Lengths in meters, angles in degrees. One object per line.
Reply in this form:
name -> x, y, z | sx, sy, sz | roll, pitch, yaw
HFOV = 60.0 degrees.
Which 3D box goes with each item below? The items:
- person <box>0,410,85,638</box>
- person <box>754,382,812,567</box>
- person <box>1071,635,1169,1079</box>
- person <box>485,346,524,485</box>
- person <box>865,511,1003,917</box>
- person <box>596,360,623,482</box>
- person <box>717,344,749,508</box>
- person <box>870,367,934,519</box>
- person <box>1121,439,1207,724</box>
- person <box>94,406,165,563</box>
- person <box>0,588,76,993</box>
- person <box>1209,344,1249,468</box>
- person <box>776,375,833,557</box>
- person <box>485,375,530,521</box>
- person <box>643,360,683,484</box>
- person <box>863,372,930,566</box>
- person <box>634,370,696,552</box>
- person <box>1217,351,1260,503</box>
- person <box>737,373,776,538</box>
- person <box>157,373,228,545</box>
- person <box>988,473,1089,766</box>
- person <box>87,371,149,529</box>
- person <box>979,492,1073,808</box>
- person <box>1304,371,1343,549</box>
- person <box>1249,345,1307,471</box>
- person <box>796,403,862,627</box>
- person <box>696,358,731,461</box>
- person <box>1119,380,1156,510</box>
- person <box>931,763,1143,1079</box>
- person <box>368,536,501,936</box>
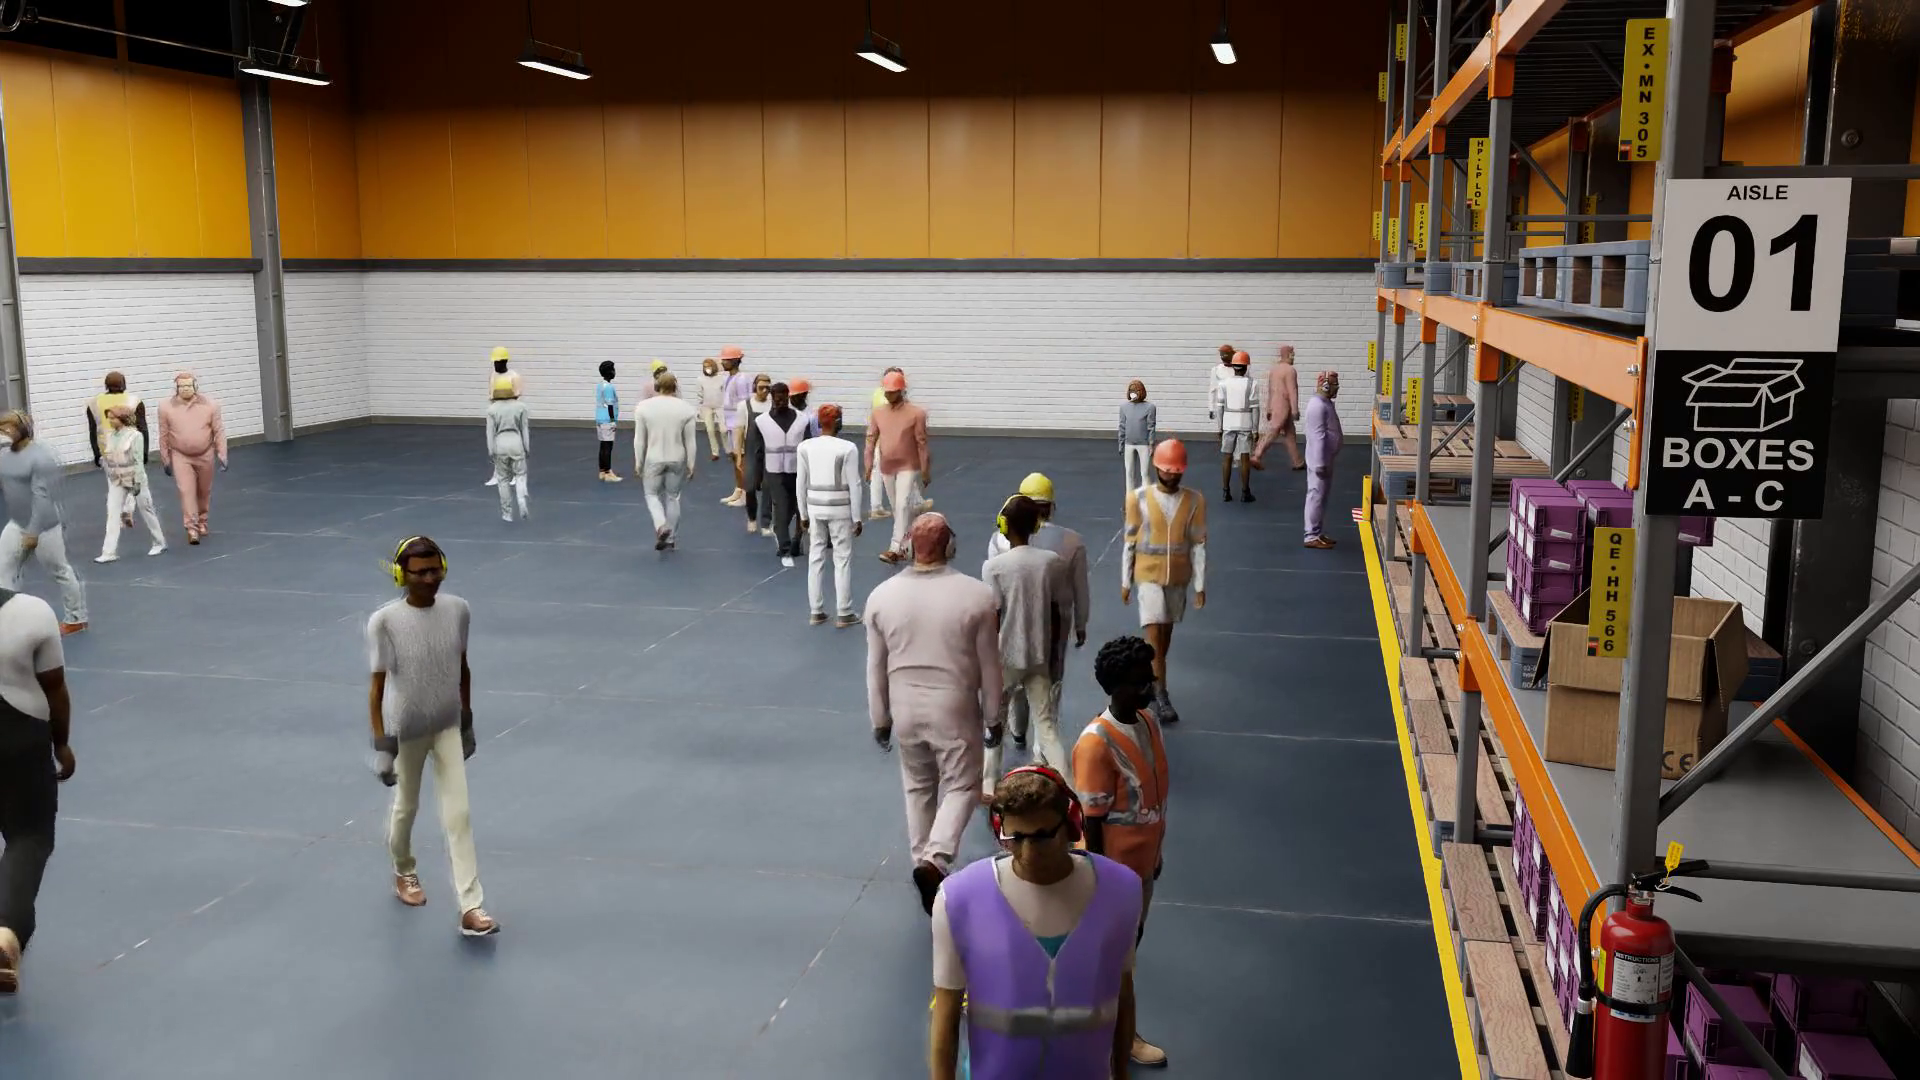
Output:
person -> -7.448, -0.081, 13.184 | 0.631, 1.879, 1.023 | 4, 10, 23
person -> -1.837, -0.698, 17.020 | 0.615, 1.880, 0.965 | -4, 10, -23
person -> 0.597, 1.182, 6.127 | 0.315, 1.696, 0.541 | 6, 11, 30
person -> -6.250, -1.701, 22.840 | 0.603, 1.931, 0.412 | 5, 11, 28
person -> -0.135, 0.814, 7.763 | 0.652, 1.887, 0.709 | 3, 10, 18
person -> -4.920, -1.656, 23.233 | 0.317, 1.692, 0.570 | -4, 10, -24
person -> -2.826, -1.424, 20.785 | 0.391, 2.040, 0.615 | -4, 10, -22
person -> -0.726, -1.169, 19.956 | 0.901, 1.802, 0.654 | -9, 13, -43
person -> 1.385, 0.246, 11.233 | 0.550, 1.883, 1.025 | -1, 9, -6
person -> -8.545, -0.589, 17.093 | 0.522, 1.598, 0.852 | 2, 10, 13
person -> -4.117, 0.868, 6.983 | 0.687, 2.000, 0.843 | -3, 10, -16
person -> 4.002, -1.977, 24.674 | 0.594, 1.850, 0.646 | 3, 10, 17
person -> -1.576, -0.793, 17.442 | 0.558, 1.902, 0.940 | 8, 12, 40
person -> -5.312, -1.069, 19.570 | 0.504, 1.726, 0.503 | -4, 10, -22
person -> -4.092, -1.635, 23.068 | 0.558, 1.697, 0.912 | 1, 9, 4
person -> -0.680, -0.708, 16.749 | 0.620, 1.944, 1.014 | 4, 10, 24
person -> -3.082, -0.811, 17.447 | 0.657, 1.925, 0.497 | -3, 10, -18
person -> 3.557, -1.445, 21.226 | 0.551, 1.936, 0.356 | 4, 10, 24
person -> -2.201, -0.937, 18.462 | 0.549, 1.835, 0.386 | -3, 10, -16
person -> -8.413, -0.910, 18.270 | 0.658, 1.862, 0.997 | -5, 11, -30
person -> 0.466, 0.485, 10.042 | 0.626, 1.787, 0.922 | 0, 9, 3
person -> -9.574, -1.008, 18.929 | 0.630, 1.829, 0.612 | -1, 10, -8
person -> 0.356, 0.651, 8.952 | 0.517, 1.830, 0.978 | -4, 10, -24
person -> 3.901, -0.859, 17.834 | 0.401, 1.899, 0.657 | 3, 10, 20
person -> 4.698, -1.935, 24.467 | 0.972, 1.849, 0.663 | 0, 9, -2
person -> -1.086, -0.209, 13.943 | 0.583, 1.882, 0.337 | 4, 10, 21
person -> -3.782, -1.997, 25.570 | 0.523, 1.606, 0.399 | 1, 9, 4
person -> 2.174, -1.154, 20.421 | 0.494, 1.624, 0.279 | 5, 11, 29
person -> 0.183, 1.422, 4.410 | 0.571, 1.803, 0.920 | -2, 10, -10
person -> -2.440, 0.877, 7.610 | 0.555, 1.819, 0.998 | -8, 12, -38
